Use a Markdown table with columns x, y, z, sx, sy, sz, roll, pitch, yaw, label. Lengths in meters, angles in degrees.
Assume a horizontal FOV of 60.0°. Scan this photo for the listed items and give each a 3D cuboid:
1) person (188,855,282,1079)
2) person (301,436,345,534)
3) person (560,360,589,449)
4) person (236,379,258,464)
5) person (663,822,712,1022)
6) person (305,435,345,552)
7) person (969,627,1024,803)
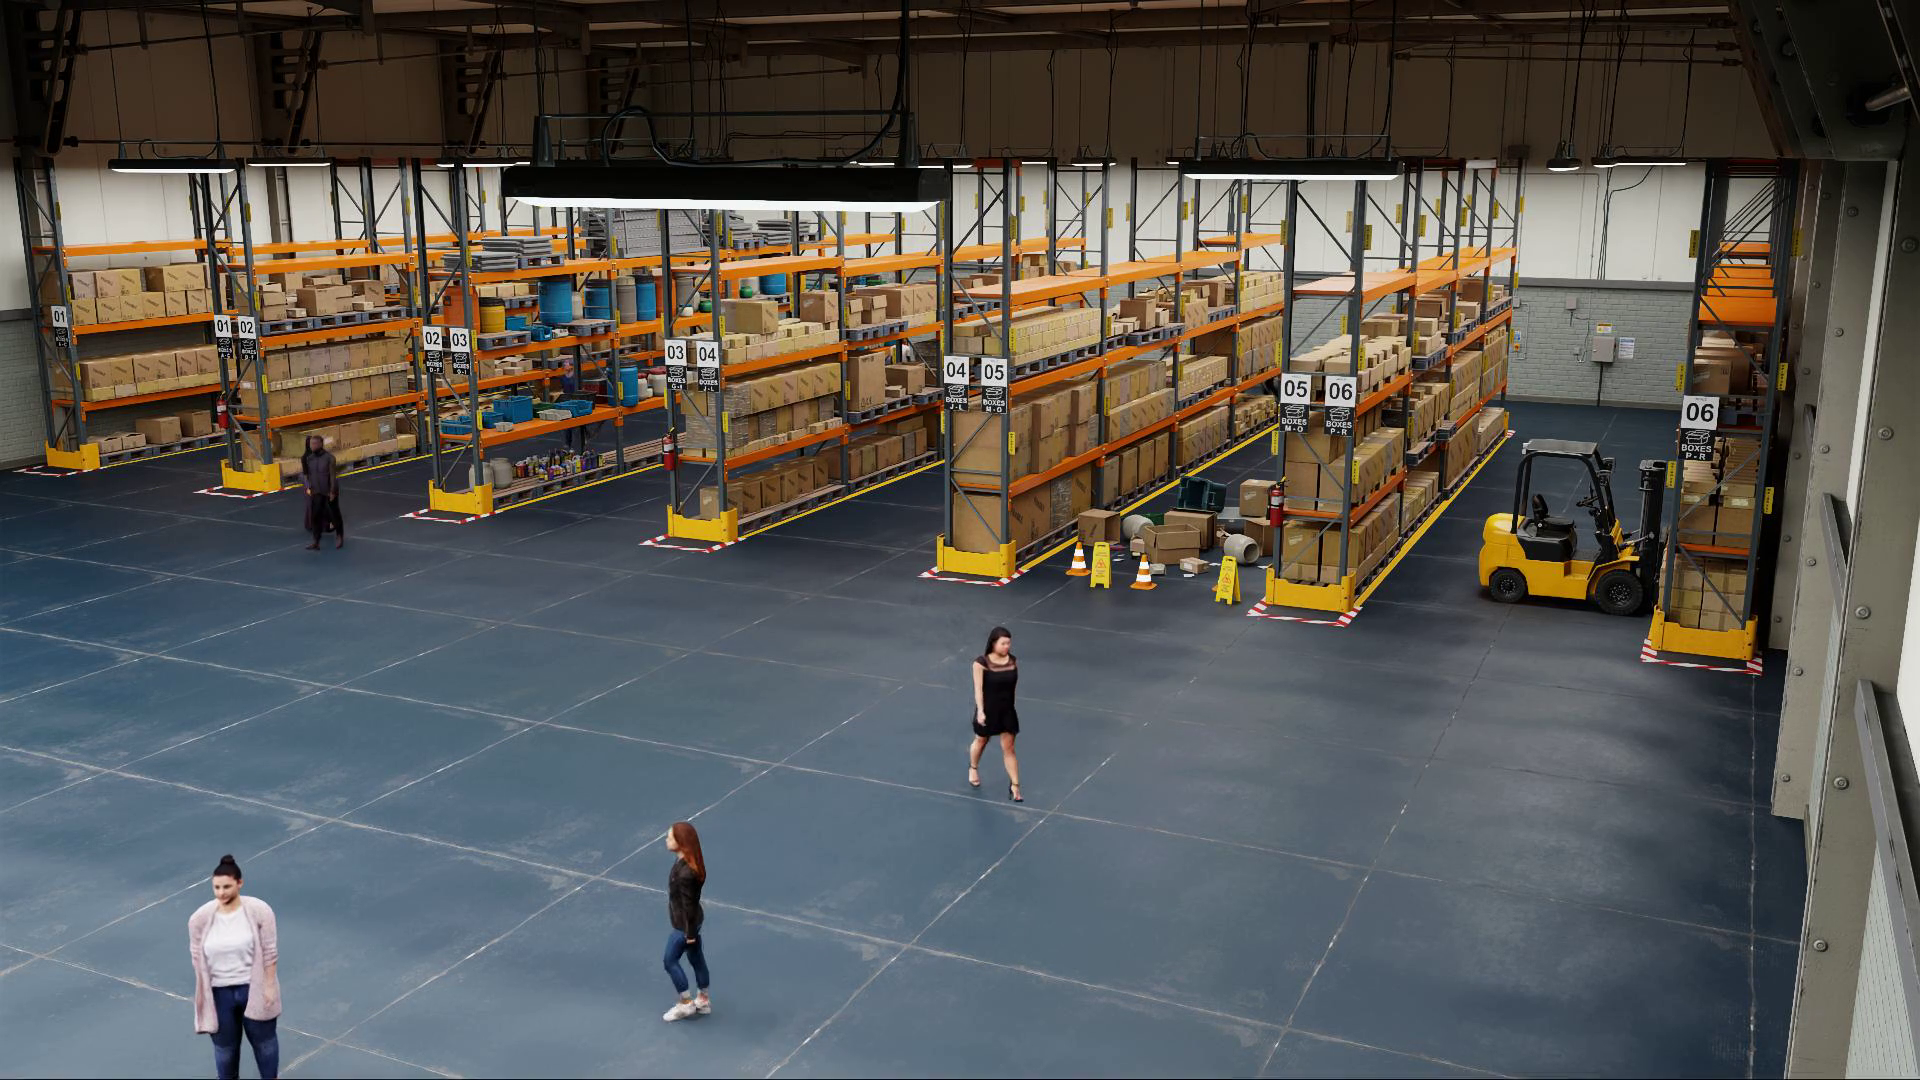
| x | y | z | sx | sy | sz | roll | pitch | yaw | label |
| --- | --- | --- | --- | --- | --- | --- | --- | --- | --- |
| -4.610 | 2.837 | 10.647 | 0.797 | 1.745 | 0.838 | -3 | 13 | -14 | person |
| -10.554 | -0.905 | 27.119 | 0.803 | 1.603 | 1.086 | 9 | 16 | 34 | person |
| -8.145 | -2.863 | 35.046 | 0.798 | 1.841 | 1.129 | 3 | 13 | 15 | person |
| -14.250 | -2.419 | 33.289 | 0.633 | 1.770 | 0.569 | 4 | 14 | 17 | person |
| -1.871 | 2.701 | 11.836 | 0.706 | 1.472 | 0.608 | 0 | 13 | -1 | person |
| -9.858 | -0.748 | 26.010 | 0.886 | 1.797 | 1.127 | 2 | 13 | 7 | person |
| 0.273 | 1.656 | 15.922 | 1.100 | 1.665 | 1.116 | -6 | 14 | -25 | person |
